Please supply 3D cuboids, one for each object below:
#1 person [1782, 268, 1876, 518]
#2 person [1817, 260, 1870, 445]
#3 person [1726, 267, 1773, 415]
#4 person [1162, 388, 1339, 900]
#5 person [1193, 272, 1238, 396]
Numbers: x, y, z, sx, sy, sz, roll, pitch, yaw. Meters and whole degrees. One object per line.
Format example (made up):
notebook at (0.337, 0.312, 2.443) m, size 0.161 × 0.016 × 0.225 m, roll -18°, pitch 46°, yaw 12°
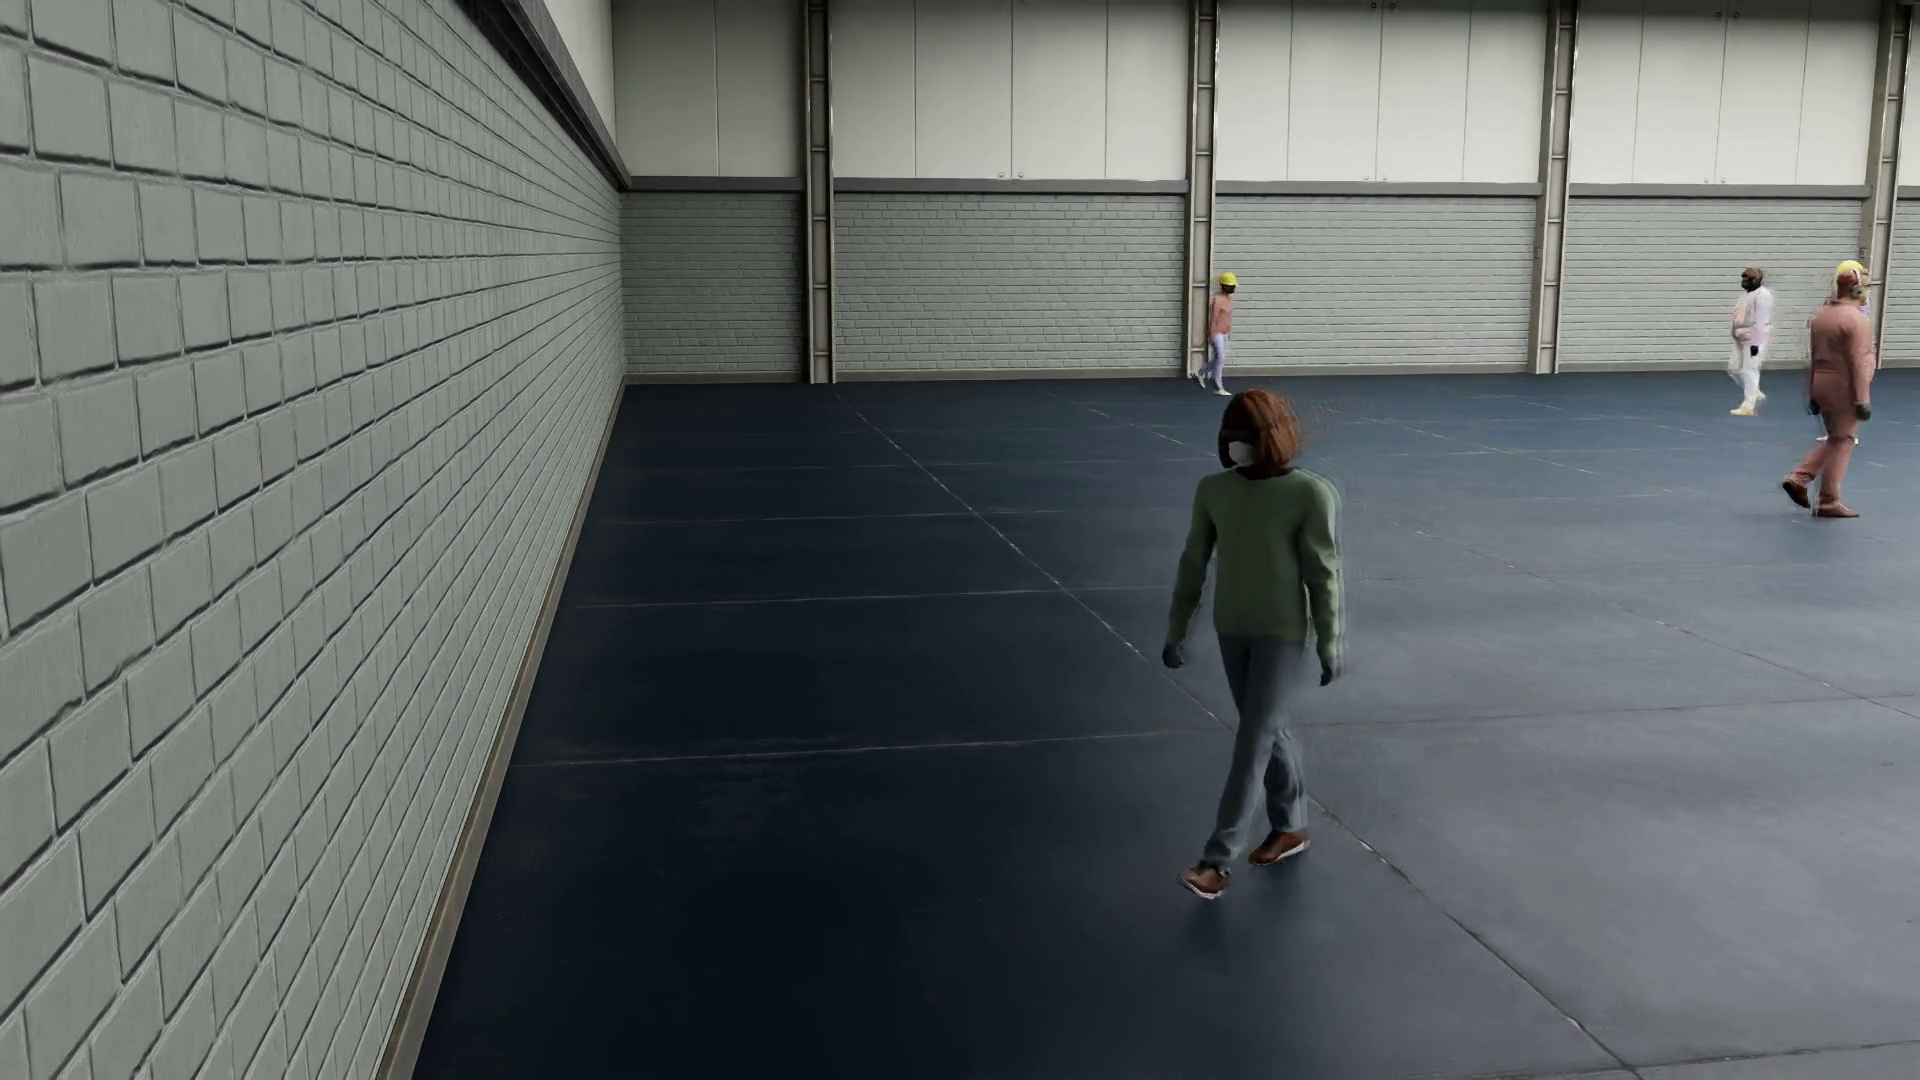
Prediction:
person at (6.671, -1.106, 12.614) m, size 0.462 × 1.898 × 0.639 m, roll 1°, pitch 10°, yaw 4°
person at (9.247, -1.945, 17.366) m, size 0.387 × 1.926 × 0.591 m, roll 2°, pitch 10°, yaw 12°
person at (9.754, -2.446, 20.530) m, size 0.449 × 1.831 × 0.626 m, roll 0°, pitch 10°, yaw 0°
person at (0.883, 0.322, 5.265) m, size 0.840 × 1.586 × 0.530 m, roll -9°, pitch 14°, yaw -43°
person at (3.589, -2.886, 23.313) m, size 0.686 × 1.728 × 0.549 m, roll 7°, pitch 12°, yaw 33°
